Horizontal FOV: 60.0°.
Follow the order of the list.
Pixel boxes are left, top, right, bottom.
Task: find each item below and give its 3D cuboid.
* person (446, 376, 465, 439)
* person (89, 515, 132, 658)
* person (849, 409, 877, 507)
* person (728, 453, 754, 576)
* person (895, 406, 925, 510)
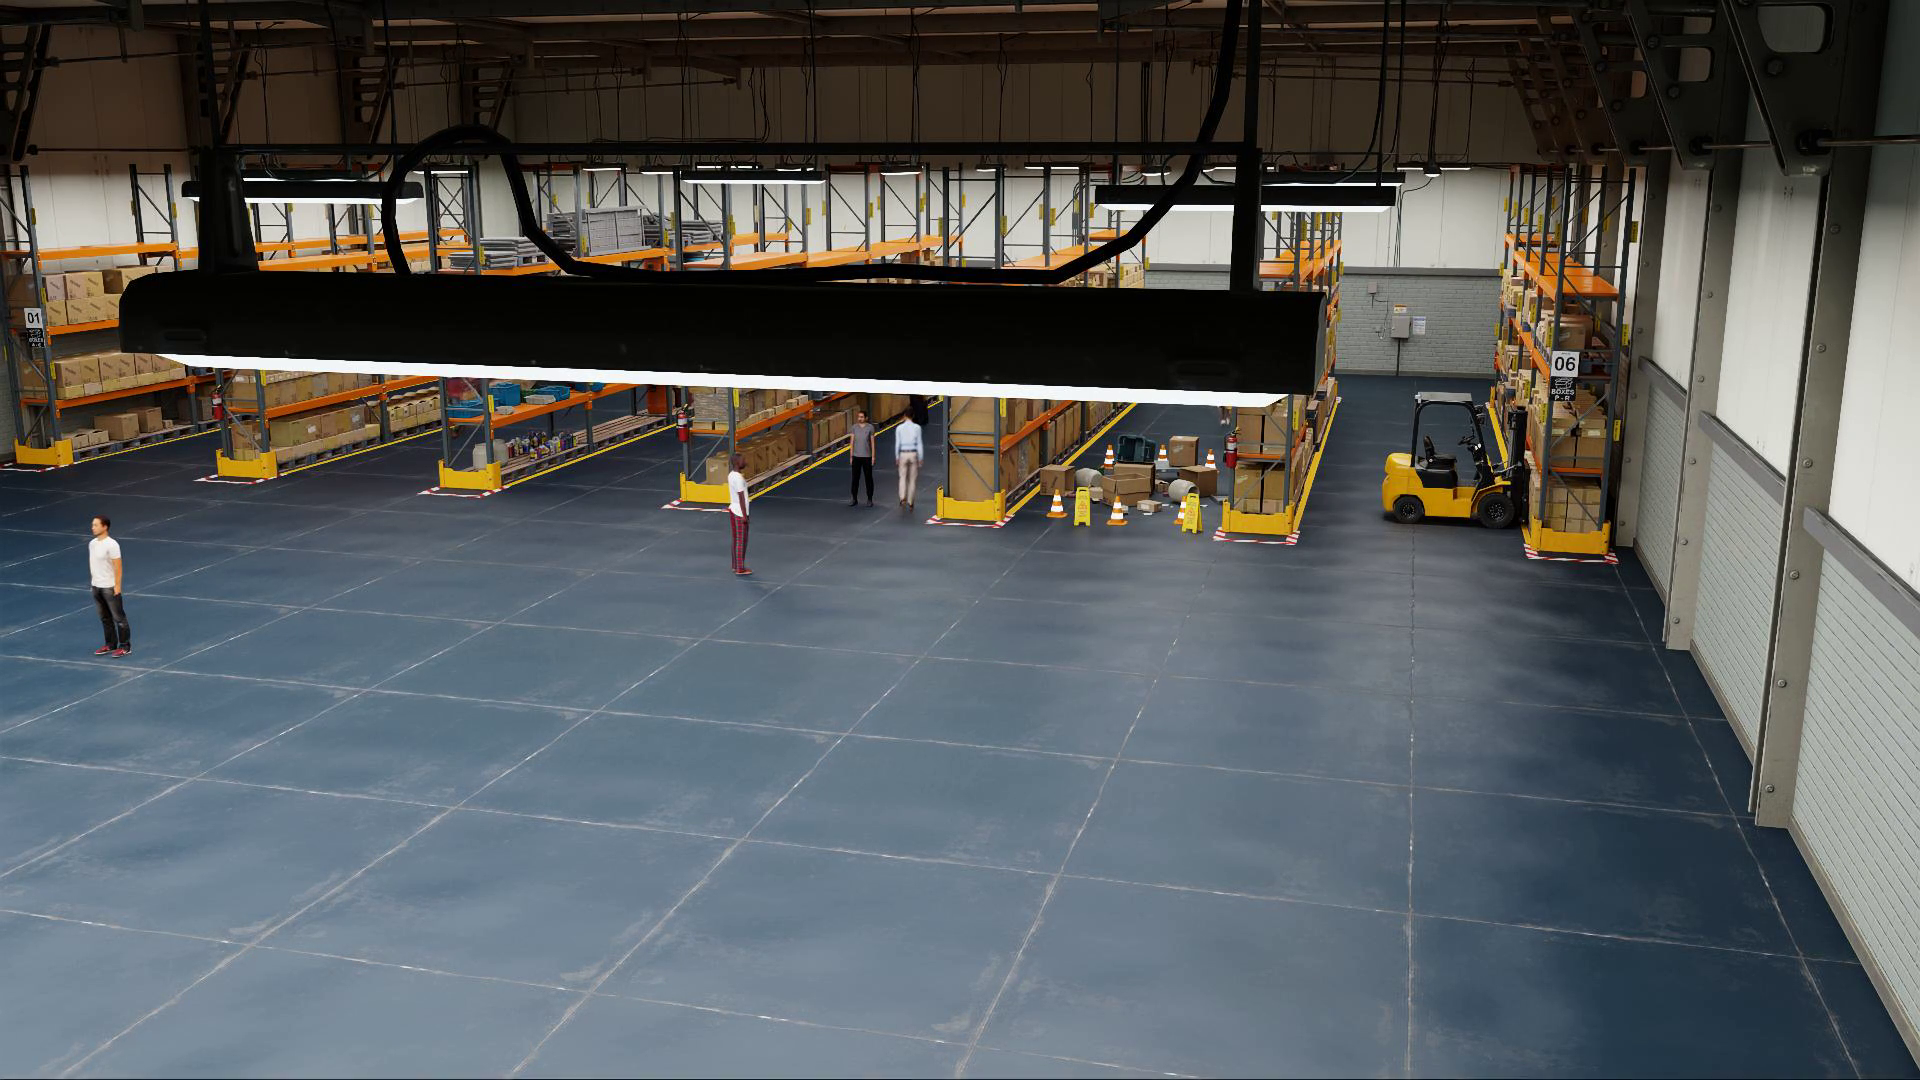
[{"bbox_3d":[-11.341,-3.215,37.303,0.762,1.813,0.963,2,13,7],"label":"person"},{"bbox_3d":[-10.751,0.567,20.993,0.661,1.804,0.574,5,14,22],"label":"person"},{"bbox_3d":[-1.759,-1.505,30.055,0.647,1.753,0.578,2,13,9],"label":"person"},{"bbox_3d":[-3.343,-0.409,25.136,0.790,1.836,0.698,-6,14,-23],"label":"person"},{"bbox_3d":[-0.903,-1.453,29.642,0.694,1.838,0.671,1,13,3],"label":"person"}]
